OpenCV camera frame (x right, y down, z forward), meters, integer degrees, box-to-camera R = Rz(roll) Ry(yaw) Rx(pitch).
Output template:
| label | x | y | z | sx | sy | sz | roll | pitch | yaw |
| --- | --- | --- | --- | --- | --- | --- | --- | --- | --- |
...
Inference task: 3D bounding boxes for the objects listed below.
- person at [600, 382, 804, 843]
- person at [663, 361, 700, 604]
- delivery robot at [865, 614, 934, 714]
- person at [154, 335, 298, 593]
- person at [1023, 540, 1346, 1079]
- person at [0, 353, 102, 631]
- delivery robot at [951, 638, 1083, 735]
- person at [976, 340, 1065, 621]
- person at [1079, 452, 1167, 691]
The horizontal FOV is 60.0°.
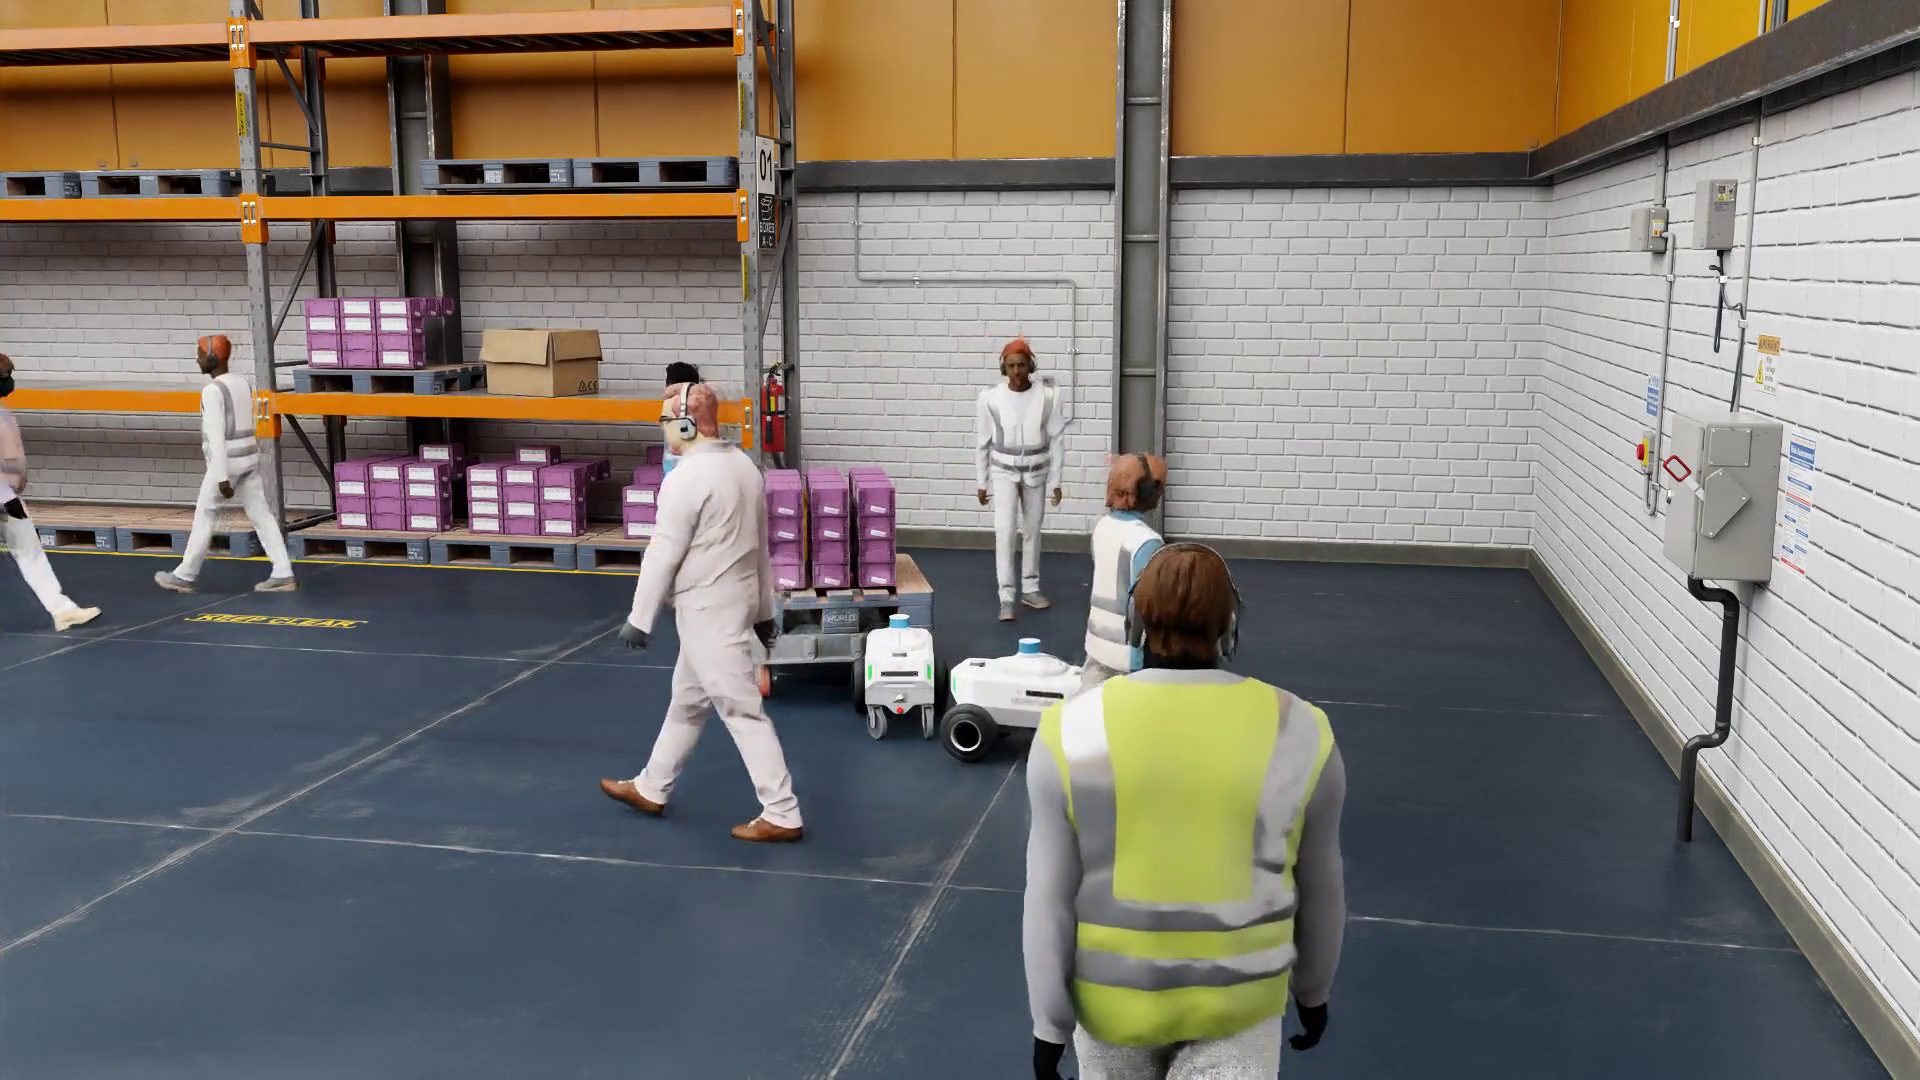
| label | x | y | z | sx | sy | sz | roll | pitch | yaw |
| --- | --- | --- | --- | --- | --- | --- | --- | --- | --- |
| person | -1.055 | 0.295 | 6.698 | 0.973 | 1.847 | 0.634 | 2 | 10 | 13 |
| person | -1.796 | -0.387 | 11.342 | 0.769 | 1.673 | 0.534 | -1 | 9 | -3 |
| delivery robot | -0.304 | 0.618 | 8.367 | 0.477 | 0.478 | 0.707 | 0 | 9 | -2 |
| person | -5.180 | -0.523 | 11.689 | 0.989 | 1.831 | 0.577 | 1 | 10 | 7 |
| person | 0.446 | 0.894 | 3.296 | 0.636 | 1.789 | 1.015 | 1 | 9 | 3 |
| person | -5.991 | -0.270 | 10.335 | 0.995 | 1.783 | 0.611 | -1 | 9 | -7 |
| delivery robot | 0.329 | 0.707 | 7.834 | 0.707 | 0.478 | 0.477 | 3 | 10 | 19 |
| person | 0.397 | -0.402 | 11.009 | 0.581 | 1.836 | 0.689 | -1 | 9 | -3 |
| person | 0.687 | 0.447 | 6.561 | 0.871 | 1.587 | 0.523 | -4 | 10 | -21 |
